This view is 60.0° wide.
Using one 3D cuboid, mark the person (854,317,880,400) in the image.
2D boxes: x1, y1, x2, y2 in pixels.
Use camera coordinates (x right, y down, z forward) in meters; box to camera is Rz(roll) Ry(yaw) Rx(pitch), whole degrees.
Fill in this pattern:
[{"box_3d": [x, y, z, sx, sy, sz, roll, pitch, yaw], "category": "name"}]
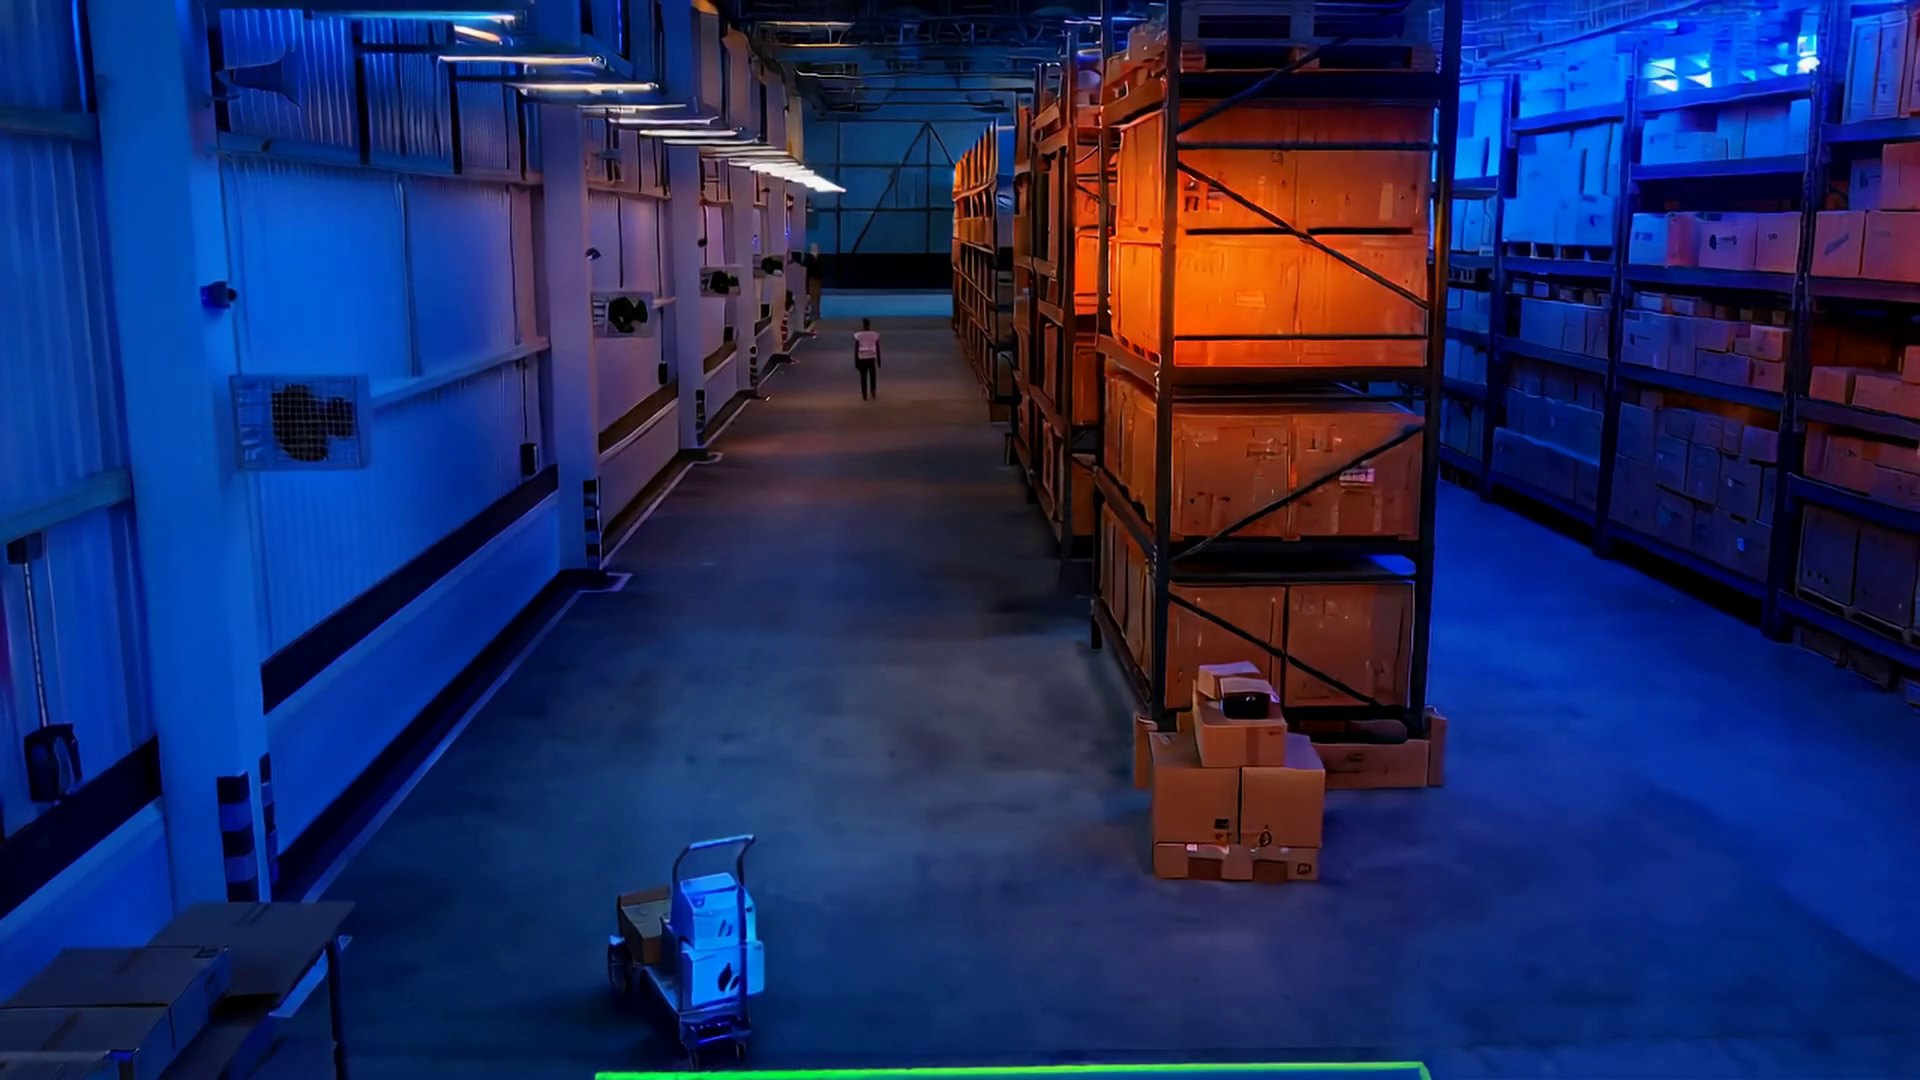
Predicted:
[{"box_3d": [-2.094, -4.100, 37.732, 0.600, 1.904, 0.720, -2, 11, -11], "category": "person"}]
